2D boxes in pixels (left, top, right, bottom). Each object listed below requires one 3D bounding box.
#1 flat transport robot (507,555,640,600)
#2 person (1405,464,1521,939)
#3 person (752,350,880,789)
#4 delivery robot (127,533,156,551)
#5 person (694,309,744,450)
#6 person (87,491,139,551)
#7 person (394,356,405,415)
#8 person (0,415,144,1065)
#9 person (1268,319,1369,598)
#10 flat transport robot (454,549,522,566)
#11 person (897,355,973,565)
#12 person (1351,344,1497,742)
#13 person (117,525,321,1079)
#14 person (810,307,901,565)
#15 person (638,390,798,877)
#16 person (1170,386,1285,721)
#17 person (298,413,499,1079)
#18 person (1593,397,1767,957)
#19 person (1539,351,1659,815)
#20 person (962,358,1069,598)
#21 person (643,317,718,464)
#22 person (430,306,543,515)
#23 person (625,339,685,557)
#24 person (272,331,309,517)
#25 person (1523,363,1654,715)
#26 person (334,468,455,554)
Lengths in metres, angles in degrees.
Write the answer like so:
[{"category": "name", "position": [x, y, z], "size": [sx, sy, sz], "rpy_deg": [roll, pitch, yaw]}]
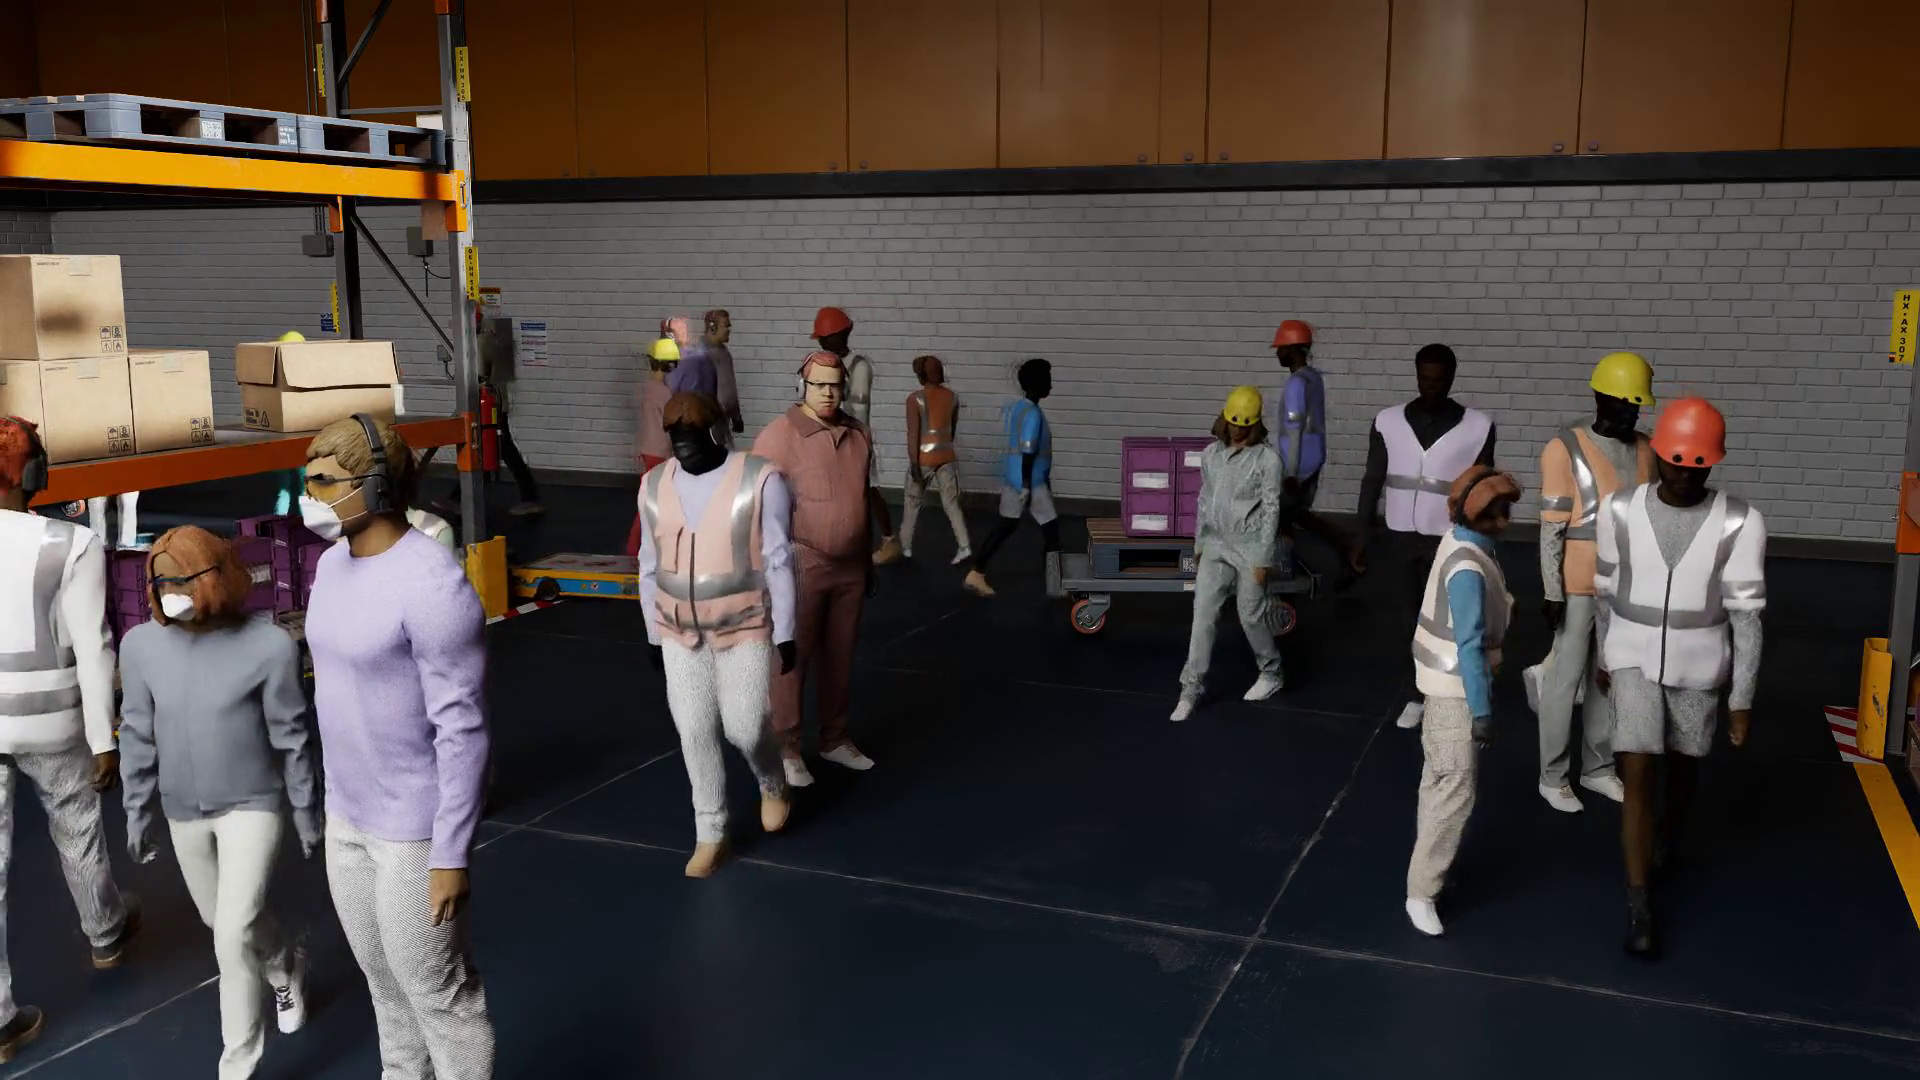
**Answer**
[{"category": "flat transport robot", "position": [-2.388, 0.259, 11.420], "size": [1.431, 0.197, 0.652], "rpy_deg": [3, 10, 15]}, {"category": "person", "position": [1.730, 0.523, 5.771], "size": [0.326, 1.613, 0.613], "rpy_deg": [2, 10, 13]}, {"category": "person", "position": [-0.597, 0.120, 7.329], "size": [0.401, 1.904, 0.646], "rpy_deg": [9, 13, 44]}, {"category": "delivery robot", "position": [-5.190, 0.199, 10.645], "size": [0.477, 0.478, 0.707], "rpy_deg": [6, 11, 31]}, {"category": "person", "position": [-2.081, -1.089, 14.700], "size": [0.735, 1.879, 0.671], "rpy_deg": [2, 10, 12]}, {"category": "person", "position": [-6.062, -0.617, 11.924], "size": [0.575, 1.857, 0.750], "rpy_deg": [-5, 10, -26]}, {"category": "person", "position": [-4.591, -0.716, 13.294], "size": [0.509, 1.605, 0.507], "rpy_deg": [2, 10, 12]}, {"category": "person", "position": [-2.798, 0.540, 4.997], "size": [0.602, 1.826, 0.968], "rpy_deg": [-1, 9, -8]}, {"category": "person", "position": [2.386, -0.537, 11.283], "size": [0.690, 1.913, 0.561], "rpy_deg": [5, 11, 27]}, {"category": "flat transport robot", "position": [-3.860, 0.212, 11.708], "size": [1.431, 0.197, 0.652], "rpy_deg": [-1, 9, -8]}, {"category": "person", "position": [-0.203, -0.609, 12.673], "size": [0.510, 1.592, 0.834], "rpy_deg": [-7, 11, -35]}, {"category": "person", "position": [2.199, 0.017, 7.974], "size": [0.609, 1.893, 0.738], "rpy_deg": [5, 11, 28]}, {"category": "person", "position": [-2.001, 0.727, 4.581], "size": [0.504, 1.594, 0.801], "rpy_deg": [1, 9, 5]}, {"category": "person", "position": [-0.847, -0.738, 12.354], "size": [1.066, 1.983, 0.615], "rpy_deg": [-9, 13, -44]}, {"category": "person", "position": [-0.906, 0.336, 6.277], "size": [0.640, 1.821, 0.526], "rpy_deg": [2, 10, 14]}, {"category": "person", "position": [1.416, 0.053, 8.452], "size": [0.545, 1.703, 0.824], "rpy_deg": [9, 13, 42]}, {"category": "person", "position": [-1.320, 0.667, 3.906], "size": [0.635, 1.937, 0.352], "rpy_deg": [9, 13, 44]}, {"category": "person", "position": [2.445, 0.421, 5.703], "size": [0.550, 1.852, 1.074], "rpy_deg": [5, 10, 26]}, {"category": "person", "position": [2.681, 0.174, 6.948], "size": [0.585, 1.921, 0.373], "rpy_deg": [-4, 10, -22]}, {"category": "person", "position": [0.420, -0.404, 11.312], "size": [0.867, 1.662, 0.532], "rpy_deg": [-2, 10, -11]}, {"category": "person", "position": [-2.125, -0.752, 12.693], "size": [0.652, 1.872, 0.679], "rpy_deg": [3, 10, 16]}, {"category": "person", "position": [-4.293, -1.170, 15.039], "size": [1.003, 1.932, 0.622], "rpy_deg": [-3, 10, -16]}, {"category": "person", "position": [-2.165, -0.631, 12.435], "size": [0.844, 1.721, 0.537], "rpy_deg": [-4, 10, -24]}, {"category": "person", "position": [-5.257, -0.773, 13.198], "size": [0.537, 1.756, 0.367], "rpy_deg": [1, 9, 7]}, {"category": "person", "position": [3.151, -0.005, 8.348], "size": [0.756, 1.828, 0.511], "rpy_deg": [-4, 10, -21]}, {"category": "person", "position": [-2.107, 0.422, 6.401], "size": [0.525, 1.611, 0.776], "rpy_deg": [2, 10, 11]}]
